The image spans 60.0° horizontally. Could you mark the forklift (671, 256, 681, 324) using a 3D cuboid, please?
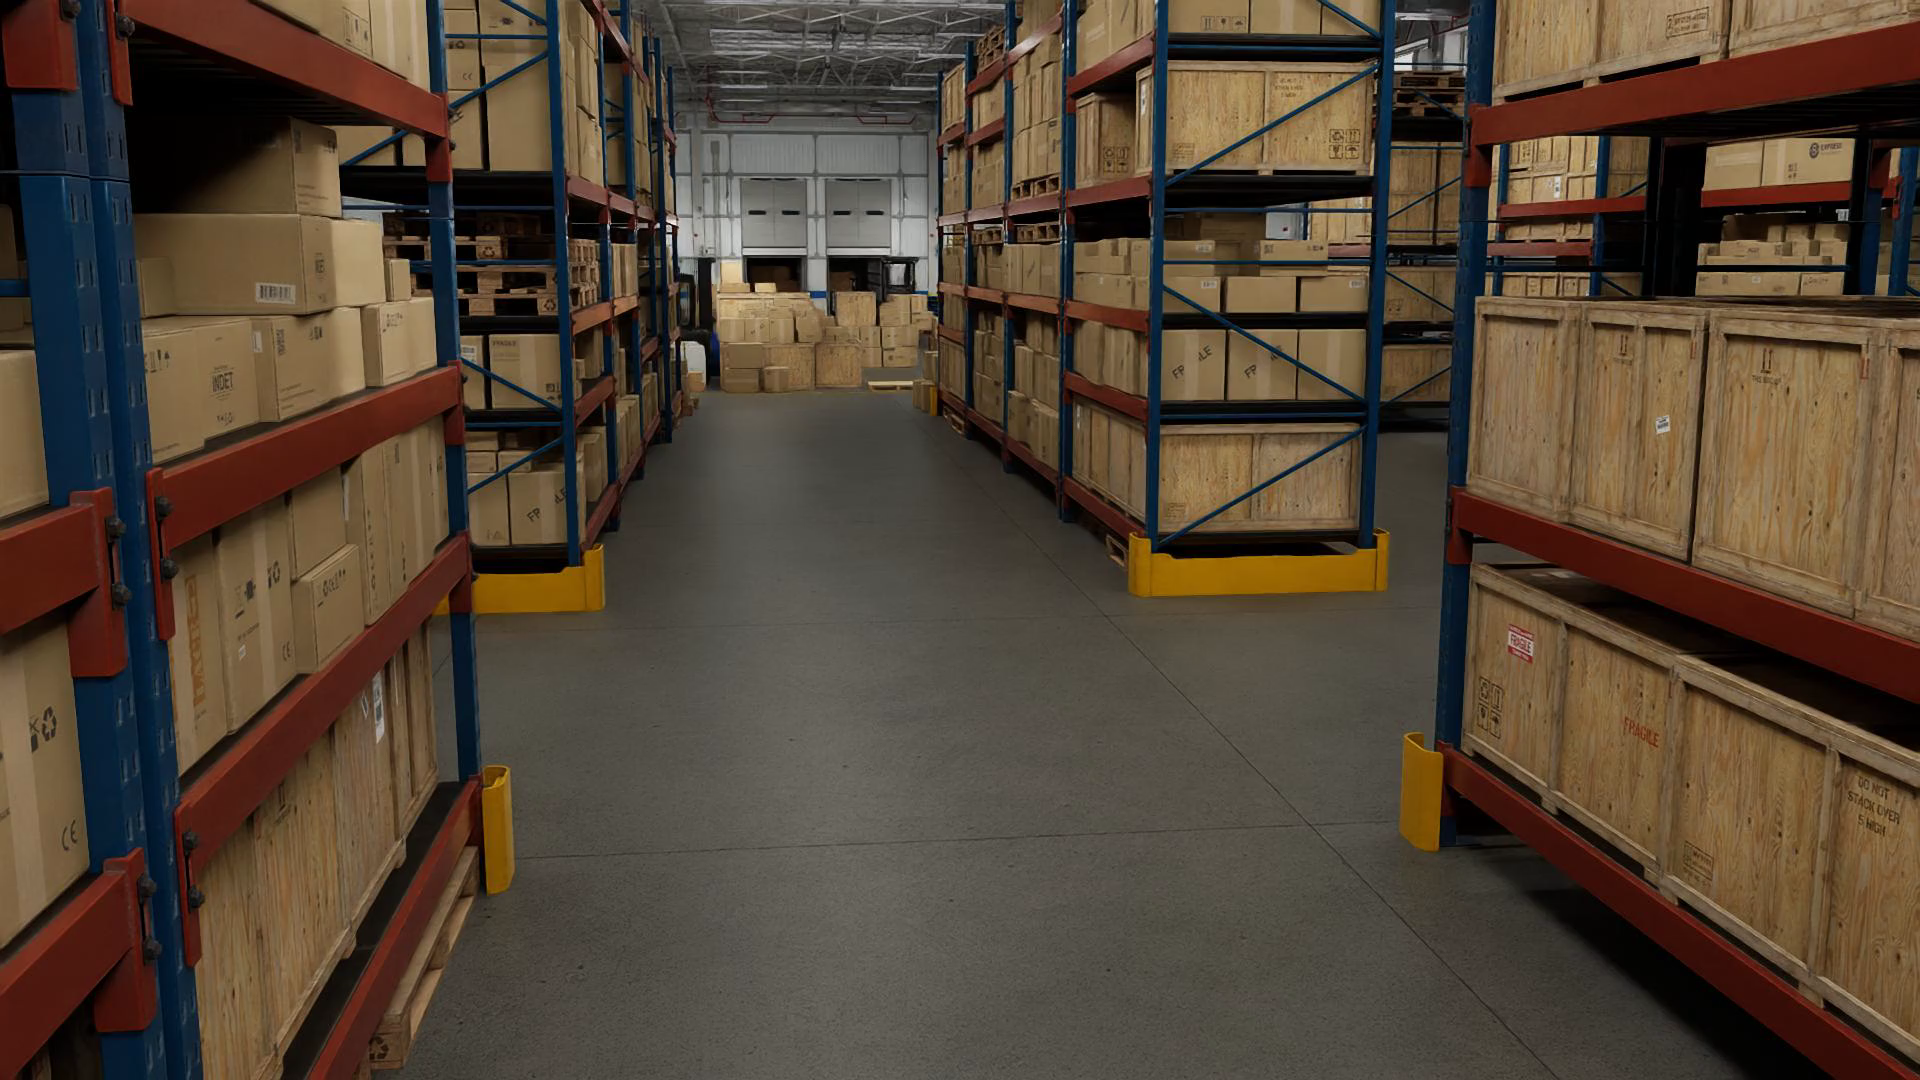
[{"bbox_3d":[-11.300,-9.496,63.850,1.129,2.768,1.873,-1,10,-7],"label":"forklift"}]

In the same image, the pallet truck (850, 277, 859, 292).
[{"bbox_3d":[-3.782,-9.391,65.808,1.885,1.965,0.823,2,10,10],"label":"pallet truck"}]

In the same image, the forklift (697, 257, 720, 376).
[{"bbox_3d":[-5.941,-5.231,39.020,1.873,2.768,1.129,-1,10,-8],"label":"forklift"}]

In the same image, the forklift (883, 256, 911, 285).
[{"bbox_3d":[-2.062,-7.792,53.930,1.129,2.768,1.873,-2,10,-13],"label":"forklift"}]
